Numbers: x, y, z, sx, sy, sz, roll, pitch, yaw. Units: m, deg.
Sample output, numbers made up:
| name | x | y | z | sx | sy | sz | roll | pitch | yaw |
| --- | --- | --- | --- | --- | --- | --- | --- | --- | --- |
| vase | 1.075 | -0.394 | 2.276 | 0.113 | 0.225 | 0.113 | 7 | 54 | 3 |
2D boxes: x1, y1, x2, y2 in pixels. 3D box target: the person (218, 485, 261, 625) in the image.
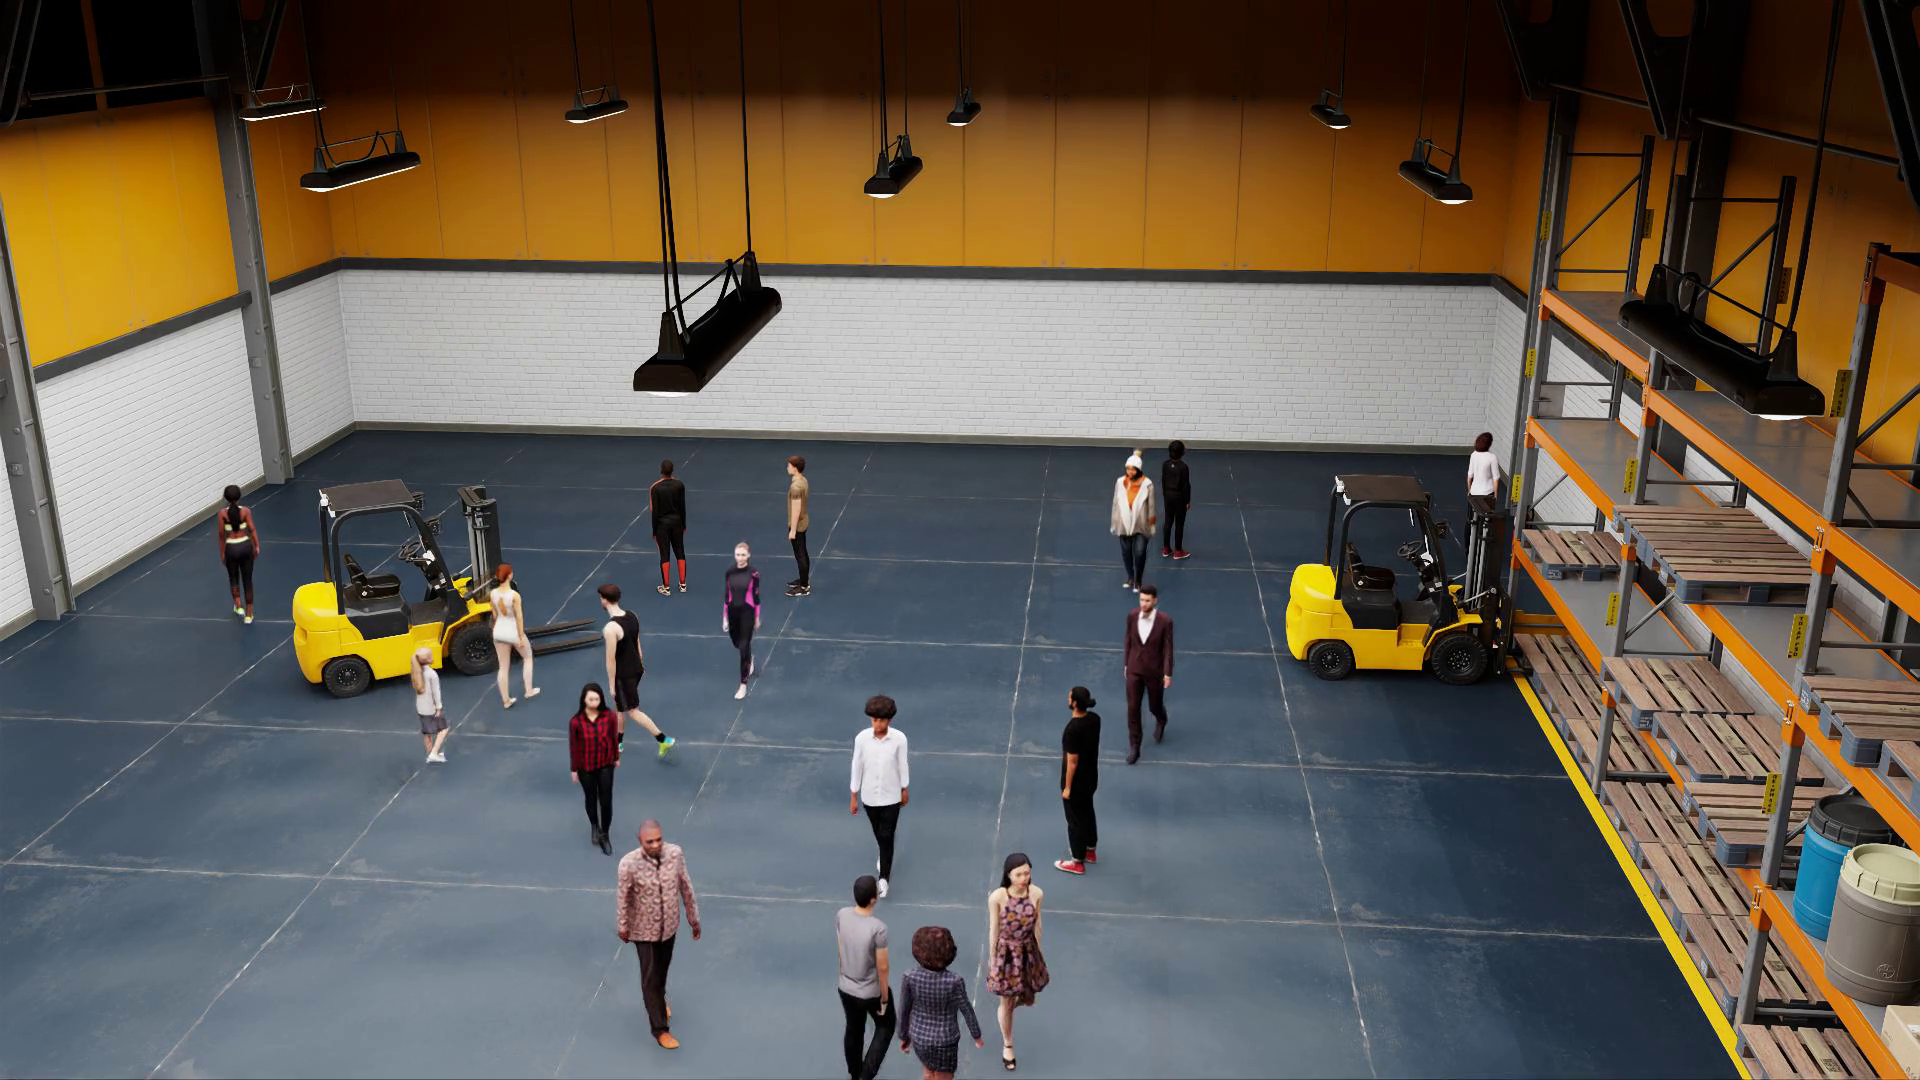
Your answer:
| name | x | y | z | sx | sy | sz | roll | pitch | yaw |
| --- | --- | --- | --- | --- | --- | --- | --- | --- | --- |
| person | -8.899 | 0.201 | 20.544 | 0.825 | 1.736 | 0.932 | -8 | 20 | -24 |

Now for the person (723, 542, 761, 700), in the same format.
| name | x | y | z | sx | sy | sz | roll | pitch | yaw |
| --- | --- | --- | --- | --- | --- | --- | --- | --- | --- |
| person | -2.432 | 0.843 | 18.659 | 0.652 | 1.723 | 1.123 | 4 | 19 | 12 |

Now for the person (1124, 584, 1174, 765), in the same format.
| name | x | y | z | sx | sy | sz | roll | pitch | yaw |
| --- | --- | --- | --- | --- | --- | --- | --- | --- | --- |
| person | 1.937 | 1.317 | 17.060 | 0.931 | 1.845 | 1.228 | 8 | 20 | 22 |

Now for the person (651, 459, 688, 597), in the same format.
| name | x | y | z | sx | sy | sz | roll | pitch | yaw |
| --- | --- | --- | --- | --- | --- | --- | --- | --- | --- |
| person | -3.770 | -0.183 | 21.573 | 0.700 | 1.808 | 0.716 | -10 | 21 | -27 |

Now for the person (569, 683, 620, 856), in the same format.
| name | x | y | z | sx | sy | sz | roll | pitch | yaw |
| --- | --- | --- | --- | --- | --- | --- | --- | --- | --- |
| person | -3.367 | 2.032 | 15.267 | 0.774 | 1.635 | 0.868 | -6 | 20 | -17 |

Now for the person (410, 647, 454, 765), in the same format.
| name | x | y | z | sx | sy | sz | roll | pitch | yaw |
| --- | --- | --- | --- | --- | --- | --- | --- | --- | --- |
| person | -5.410 | 1.694 | 16.844 | 0.591 | 1.268 | 0.638 | 9 | 21 | 25 |

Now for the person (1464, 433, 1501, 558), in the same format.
| name | x | y | z | sx | sy | sz | roll | pitch | yaw |
| --- | --- | --- | --- | --- | --- | --- | --- | --- | --- |
| person | 7.160 | -0.606 | 22.850 | 0.725 | 1.795 | 0.680 | -17 | 25 | -41 |

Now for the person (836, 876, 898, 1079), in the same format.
| name | x | y | z | sx | sy | sz | roll | pitch | yaw |
| --- | --- | --- | --- | --- | --- | --- | --- | --- | --- |
| person | -0.720 | 3.186 | 11.674 | 0.772 | 1.742 | 0.850 | 9 | 21 | 26 |

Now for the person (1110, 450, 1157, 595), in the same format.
| name | x | y | z | sx | sy | sz | roll | pitch | yaw |
| --- | --- | --- | --- | --- | --- | --- | --- | --- | --- |
| person | 2.305 | -0.270 | 21.727 | 0.832 | 1.875 | 0.865 | 7 | 20 | 20 |

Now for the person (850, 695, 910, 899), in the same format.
| name | x | y | z | sx | sy | sz | roll | pitch | yaw |
| --- | --- | --- | --- | --- | --- | --- | --- | --- | --- |
| person | -0.691 | 2.187 | 14.621 | 0.651 | 1.752 | 1.122 | 2 | 19 | 6 |

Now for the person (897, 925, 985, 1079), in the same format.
| name | x | y | z | sx | sy | sz | roll | pitch | yaw |
| --- | --- | --- | --- | --- | --- | --- | --- | --- | --- |
| person | -0.198 | 3.411 | 11.115 | 0.797 | 1.672 | 0.832 | 9 | 20 | 24 |

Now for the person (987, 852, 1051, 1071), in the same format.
| name | x | y | z | sx | sy | sz | roll | pitch | yaw |
| --- | --- | --- | --- | --- | --- | --- | --- | --- | --- |
| person | 0.368 | 3.021 | 12.138 | 0.760 | 1.758 | 0.891 | -3 | 19 | -10 |

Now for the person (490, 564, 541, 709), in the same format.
| name | x | y | z | sx | sy | sz | roll | pitch | yaw |
| --- | --- | --- | --- | --- | --- | --- | --- | --- | --- |
| person | -4.961 | 1.072 | 18.125 | 0.582 | 1.630 | 0.713 | 4 | 19 | 10 |

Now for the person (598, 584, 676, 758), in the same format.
| name | x | y | z | sx | sy | sz | roll | pitch | yaw |
| --- | --- | --- | --- | --- | --- | --- | --- | --- | --- |
| person | -3.316 | 1.380 | 16.876 | 0.988 | 1.844 | 1.181 | 6 | 20 | 17 |

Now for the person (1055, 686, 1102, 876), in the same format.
| name | x | y | z | sx | sy | sz | roll | pitch | yaw |
| --- | --- | --- | --- | --- | --- | --- | --- | --- | --- |
| person | 1.069 | 2.121 | 14.811 | 0.769 | 1.757 | 0.645 | 12 | 22 | 32 |

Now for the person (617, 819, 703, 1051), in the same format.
| name | x | y | z | sx | sy | sz | roll | pitch | yaw |
| --- | --- | --- | --- | --- | --- | --- | --- | --- | --- |
| person | -2.335 | 2.861 | 12.591 | 1.107 | 1.771 | 1.201 | -13 | 23 | -34 |

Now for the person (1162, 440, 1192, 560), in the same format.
| name | x | y | z | sx | sy | sz | roll | pitch | yaw |
| --- | --- | --- | --- | --- | --- | --- | --- | --- | --- |
| person | 2.975 | -0.567 | 22.922 | 0.687 | 1.675 | 0.719 | 15 | 24 | 38 |

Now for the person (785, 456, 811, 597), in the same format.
| name | x | y | z | sx | sy | sz | roll | pitch | yaw |
| --- | --- | --- | --- | --- | --- | --- | --- | --- | --- |
| person | -2.095 | -0.204 | 21.567 | 0.732 | 1.852 | 0.522 | 0 | 19 | 1 |
